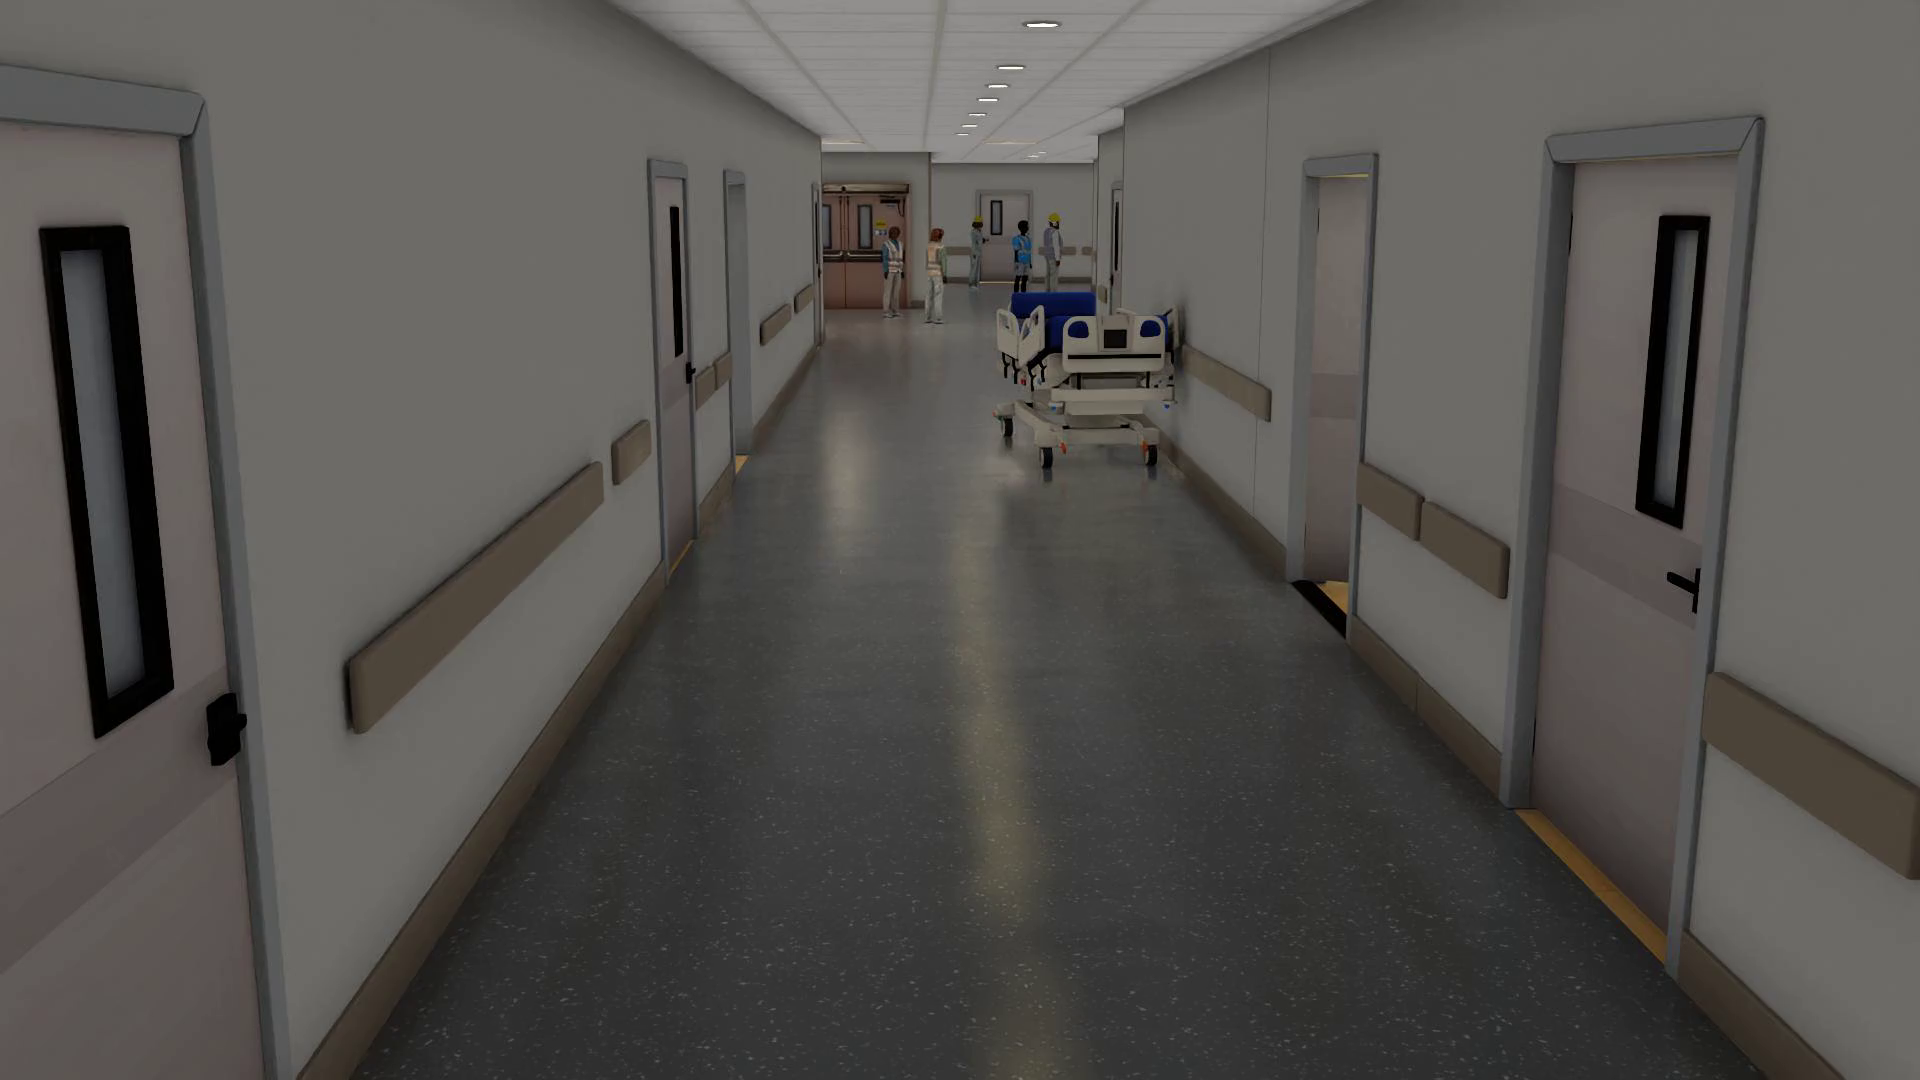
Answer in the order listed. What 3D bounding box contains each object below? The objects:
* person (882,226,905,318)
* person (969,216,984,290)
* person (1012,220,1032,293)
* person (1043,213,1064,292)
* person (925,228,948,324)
[{"bbox_3d":[-1.202,-4.842,30.077,0.313,1.636,0.517,10,15,40],"label":"person"},{"bbox_3d":[0.412,-6.794,39.356,0.339,1.735,0.482,4,12,18],"label":"person"},{"bbox_3d":[1.282,-5.667,33.950,0.318,1.697,0.535,10,15,39],"label":"person"},{"bbox_3d":[1.960,-5.902,34.765,0.403,1.833,0.586,-4,12,-21],"label":"person"},{"bbox_3d":[-0.415,-4.532,28.590,0.318,1.630,0.514,-10,16,-41],"label":"person"}]
